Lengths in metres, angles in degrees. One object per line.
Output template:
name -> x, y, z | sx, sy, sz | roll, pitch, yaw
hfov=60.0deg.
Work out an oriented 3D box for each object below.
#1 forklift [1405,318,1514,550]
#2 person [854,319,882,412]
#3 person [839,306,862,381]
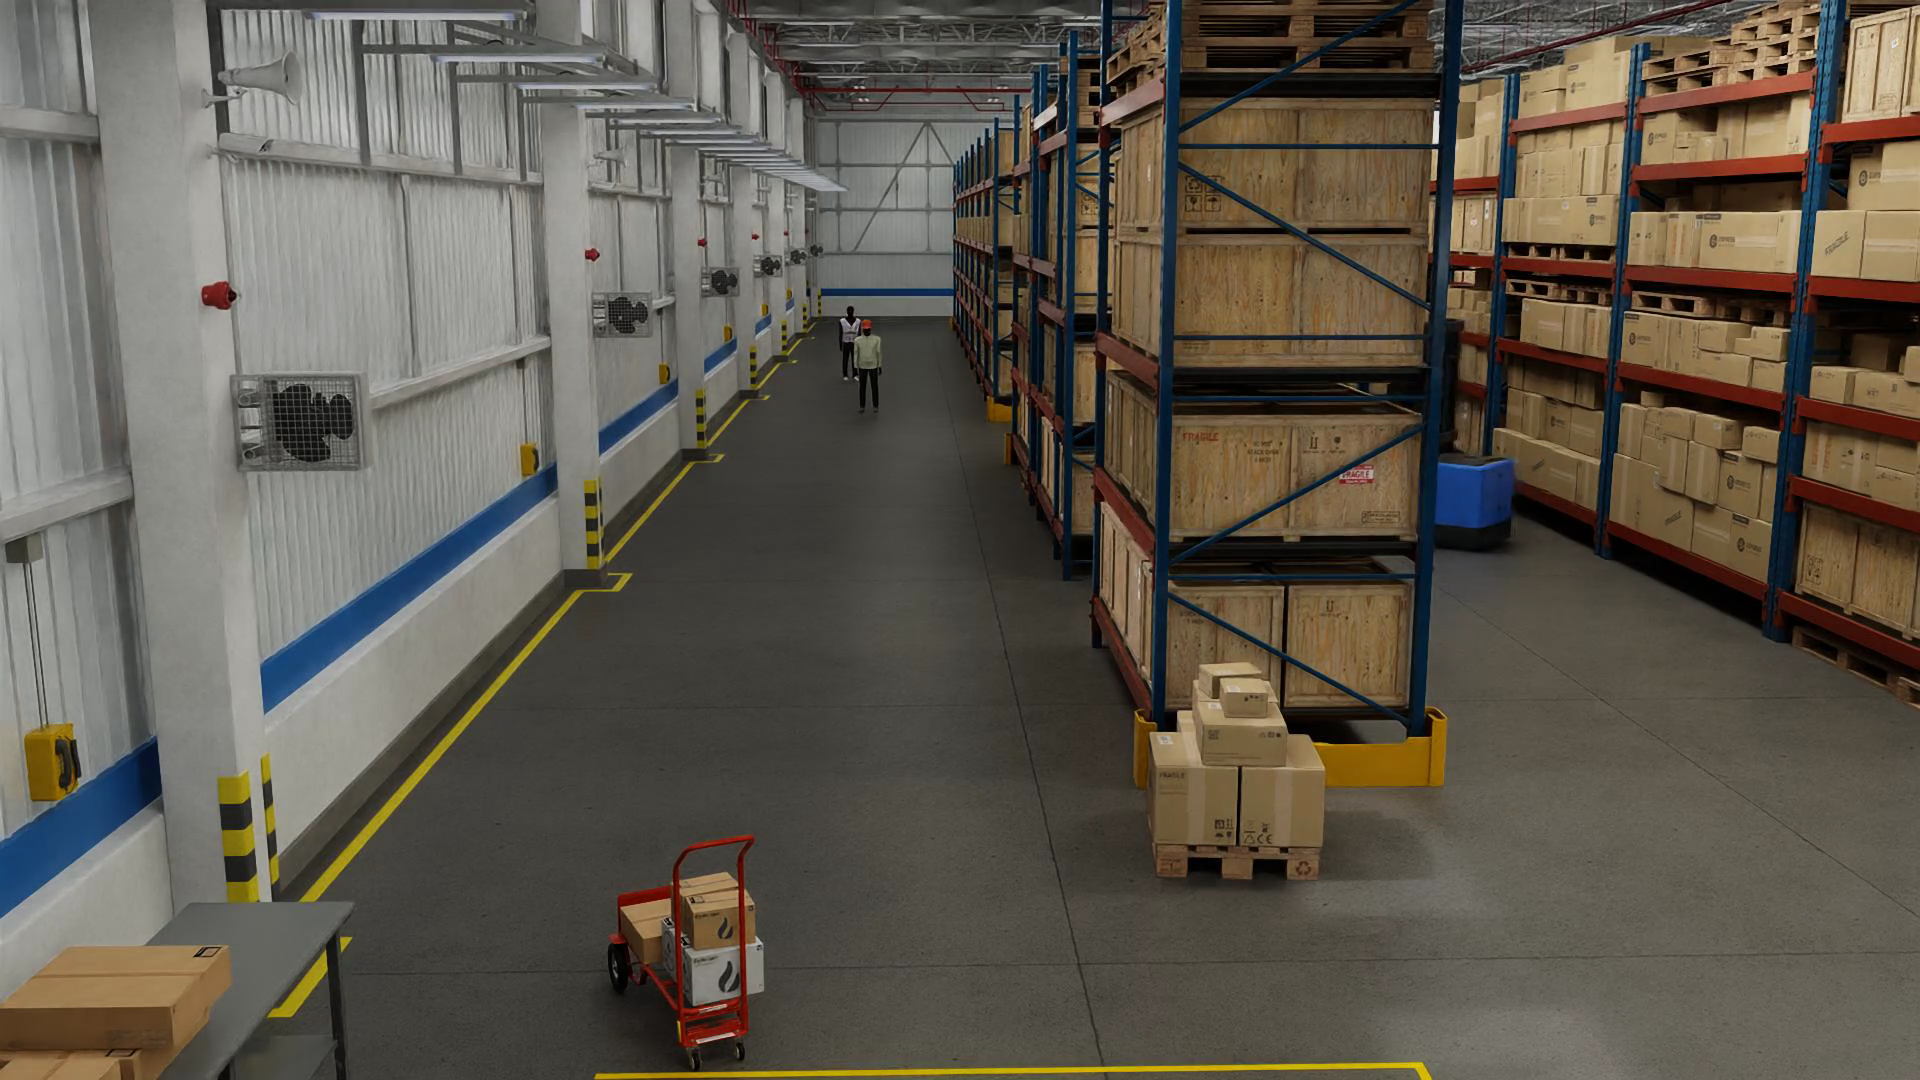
forklift -> 6.005, -1.406, 21.163 | 1.873, 2.768, 1.129 | 9, 14, 40
person -> -1.964, -3.707, 35.473 | 0.615, 1.988, 0.402 | 0, 11, 0
person -> -2.800, -5.020, 42.500 | 0.591, 1.911, 0.391 | -4, 11, -18
